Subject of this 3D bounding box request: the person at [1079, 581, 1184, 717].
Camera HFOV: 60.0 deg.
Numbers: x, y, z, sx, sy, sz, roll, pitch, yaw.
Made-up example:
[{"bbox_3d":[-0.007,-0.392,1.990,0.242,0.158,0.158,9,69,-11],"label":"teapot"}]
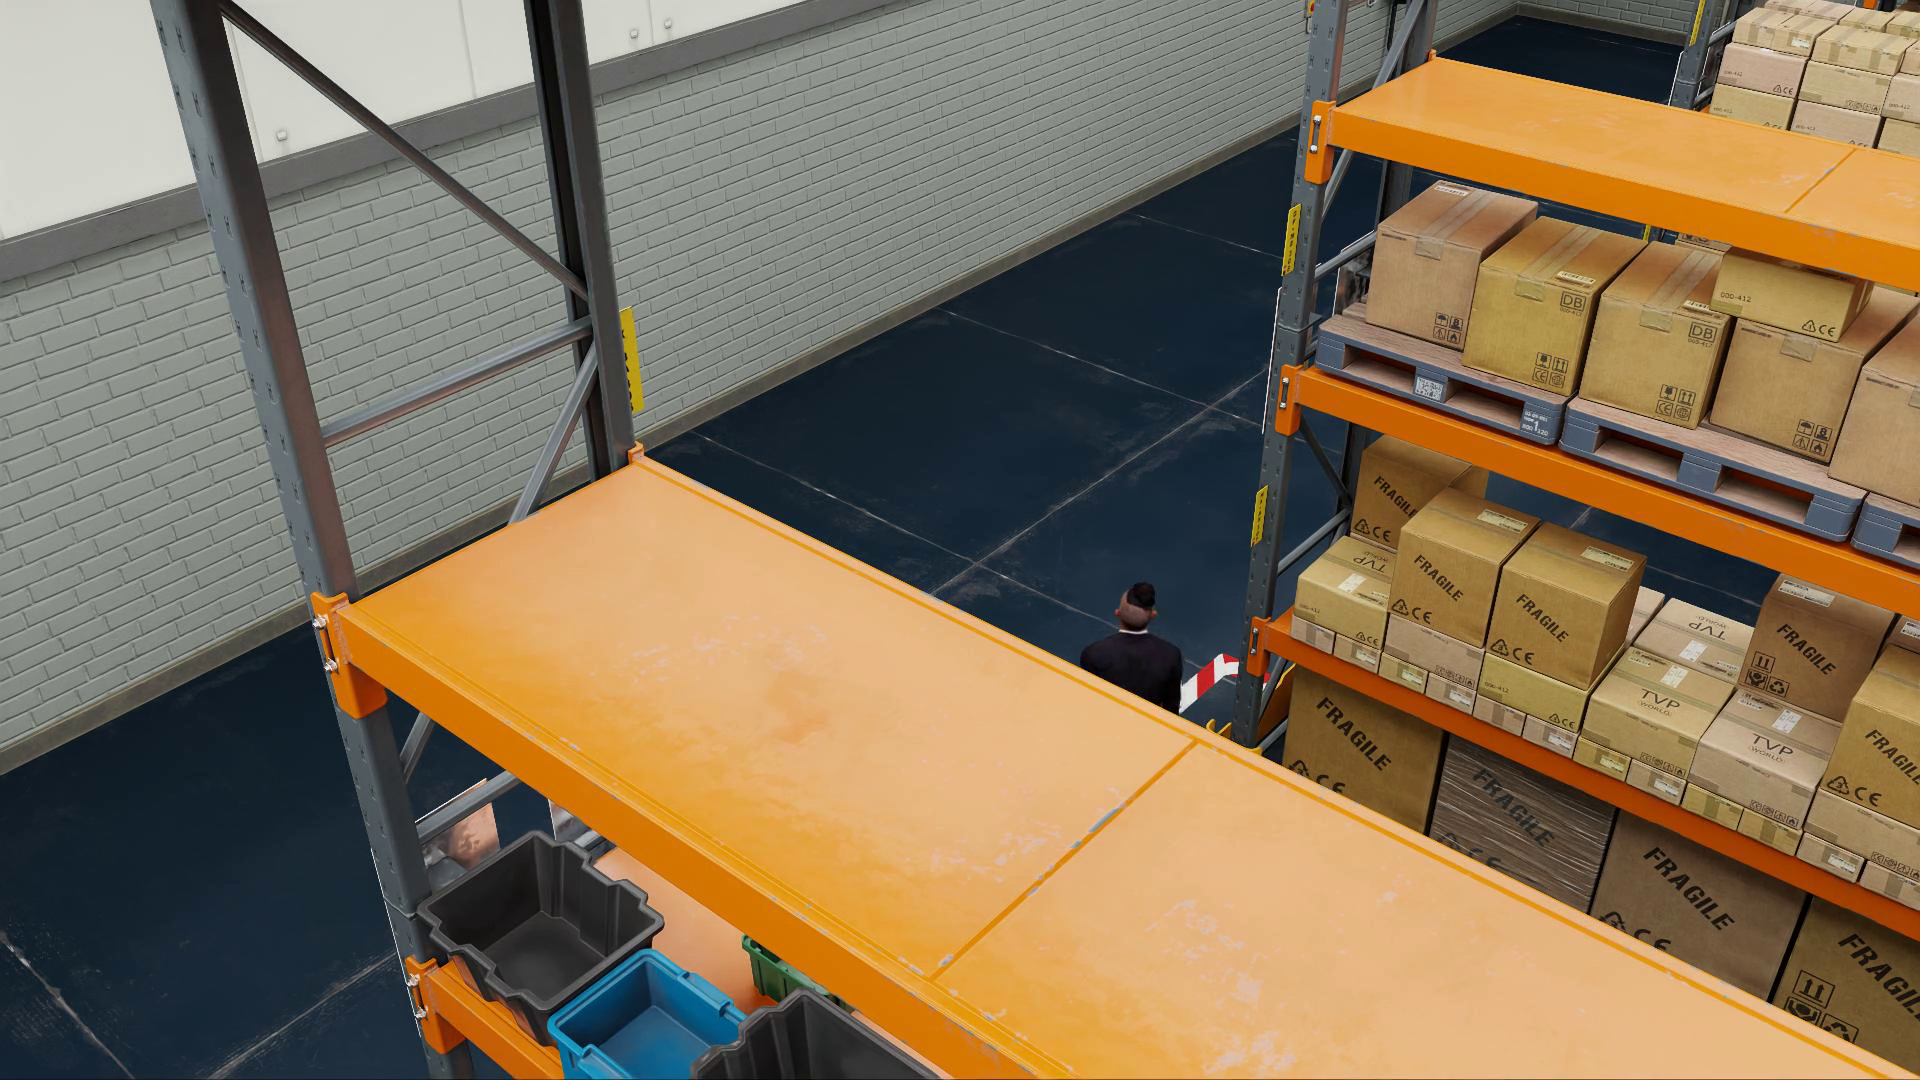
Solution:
[{"bbox_3d":[0.856,1.112,8.458,1.270,1.895,1.277,0,33,-1],"label":"person"}]
